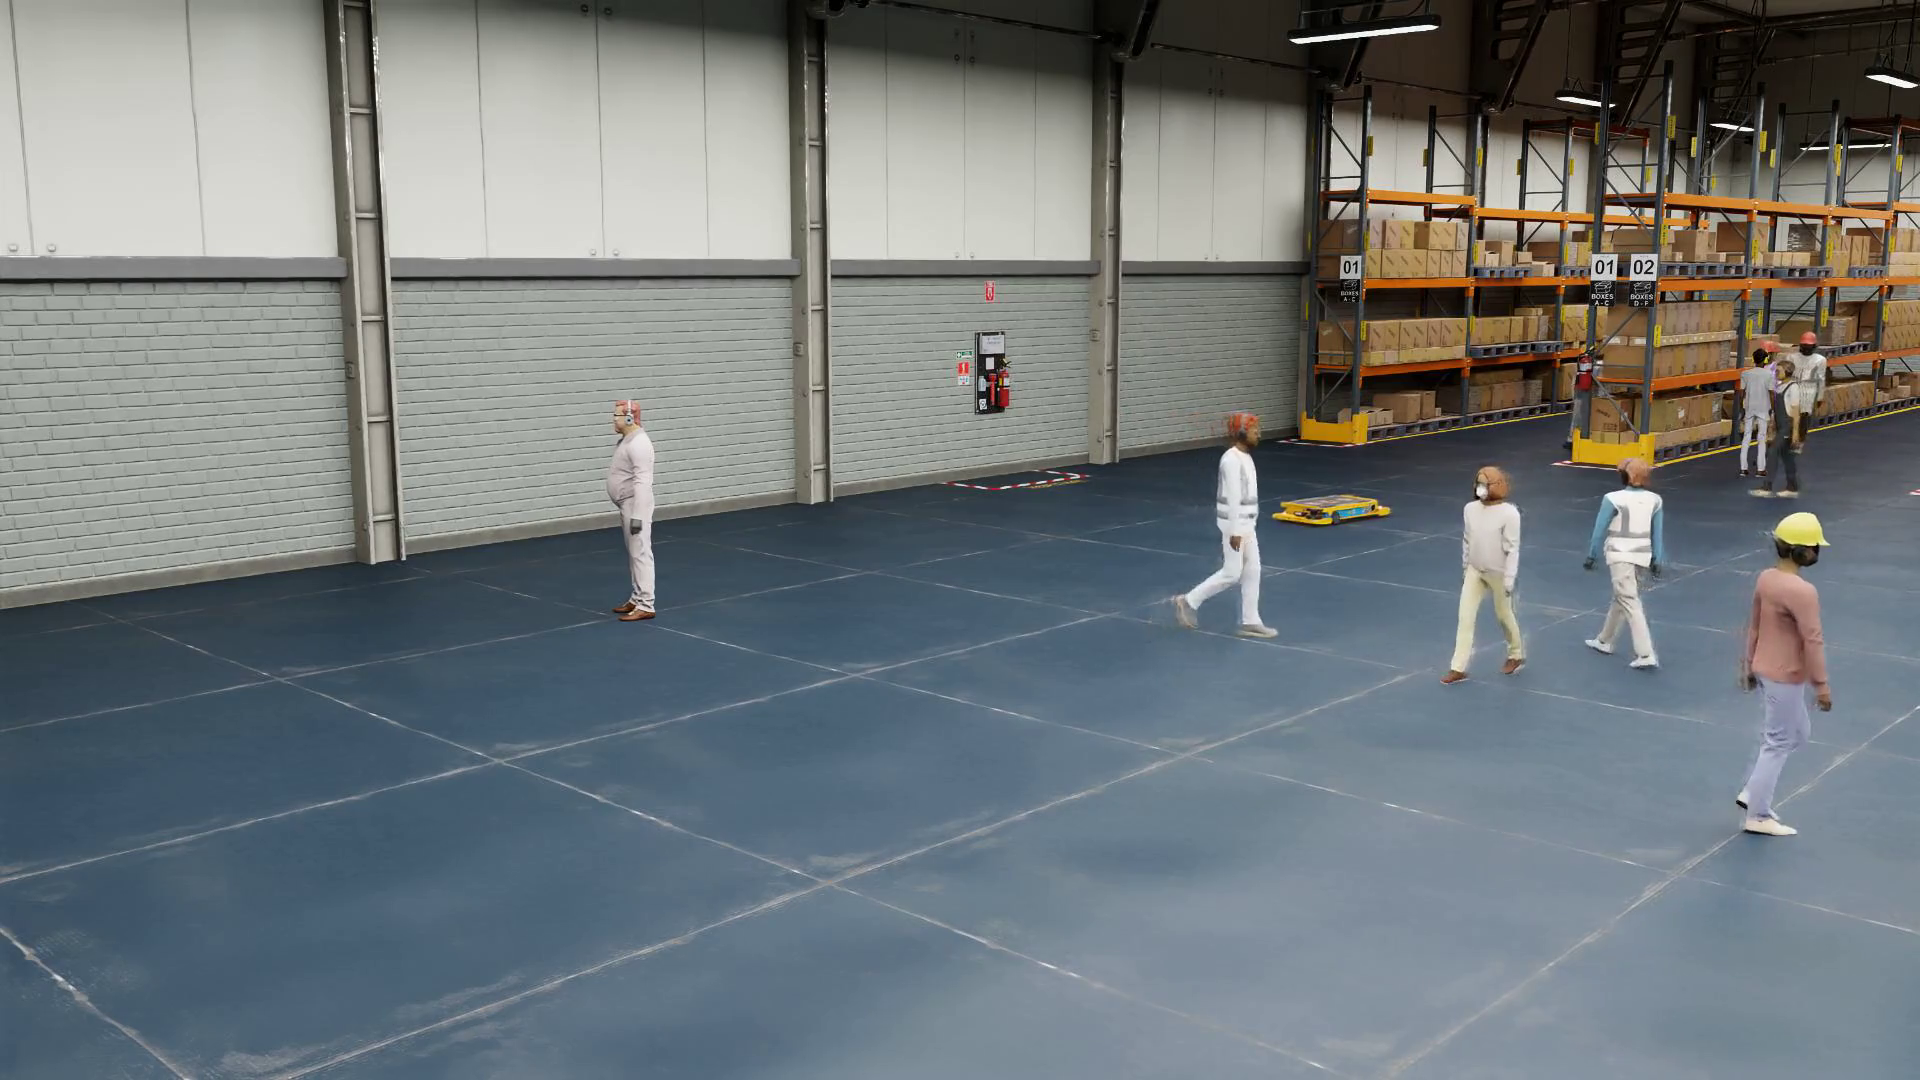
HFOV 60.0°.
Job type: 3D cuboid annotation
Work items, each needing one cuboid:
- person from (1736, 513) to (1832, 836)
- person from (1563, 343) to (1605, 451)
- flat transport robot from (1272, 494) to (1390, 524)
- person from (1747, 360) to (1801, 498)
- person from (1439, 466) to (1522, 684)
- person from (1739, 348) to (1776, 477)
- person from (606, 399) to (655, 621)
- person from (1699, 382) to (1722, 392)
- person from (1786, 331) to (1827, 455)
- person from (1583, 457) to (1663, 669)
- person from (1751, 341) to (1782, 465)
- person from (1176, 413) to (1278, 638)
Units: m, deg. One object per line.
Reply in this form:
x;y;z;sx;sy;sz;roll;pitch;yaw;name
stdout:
4.391;0.725;8.814;0.391;1.753;0.529;1;9;7;person
10.336;-2.353;27.461;0.607;1.781;0.925;9;13;43;person
4.478;-0.376;20.024;1.431;0.197;0.652;-8;12;-39;flat transport robot
10.690;-1.446;21.820;0.799;1.818;0.549;1;9;8;person
3.897;0.245;12.230;0.842;1.590;0.510;-7;12;-37;person
11.584;-1.850;24.161;0.509;1.868;0.328;9;13;43;person
-2.835;-0.260;14.342;0.403;1.911;0.637;-3;10;-16;person
15.495;-3.554;34.246;0.713;1.972;0.625;-6;11;-34;person
13.768;-2.402;27.115;0.617;2.013;0.943;9;13;43;person
5.115;0.161;12.738;0.508;1.593;0.882;-3;10;-19;person
12.298;-2.083;25.428;0.425;1.917;0.578;-6;11;-34;person
2.219;-0.123;13.649;0.741;1.861;0.577;5;10;27;person
